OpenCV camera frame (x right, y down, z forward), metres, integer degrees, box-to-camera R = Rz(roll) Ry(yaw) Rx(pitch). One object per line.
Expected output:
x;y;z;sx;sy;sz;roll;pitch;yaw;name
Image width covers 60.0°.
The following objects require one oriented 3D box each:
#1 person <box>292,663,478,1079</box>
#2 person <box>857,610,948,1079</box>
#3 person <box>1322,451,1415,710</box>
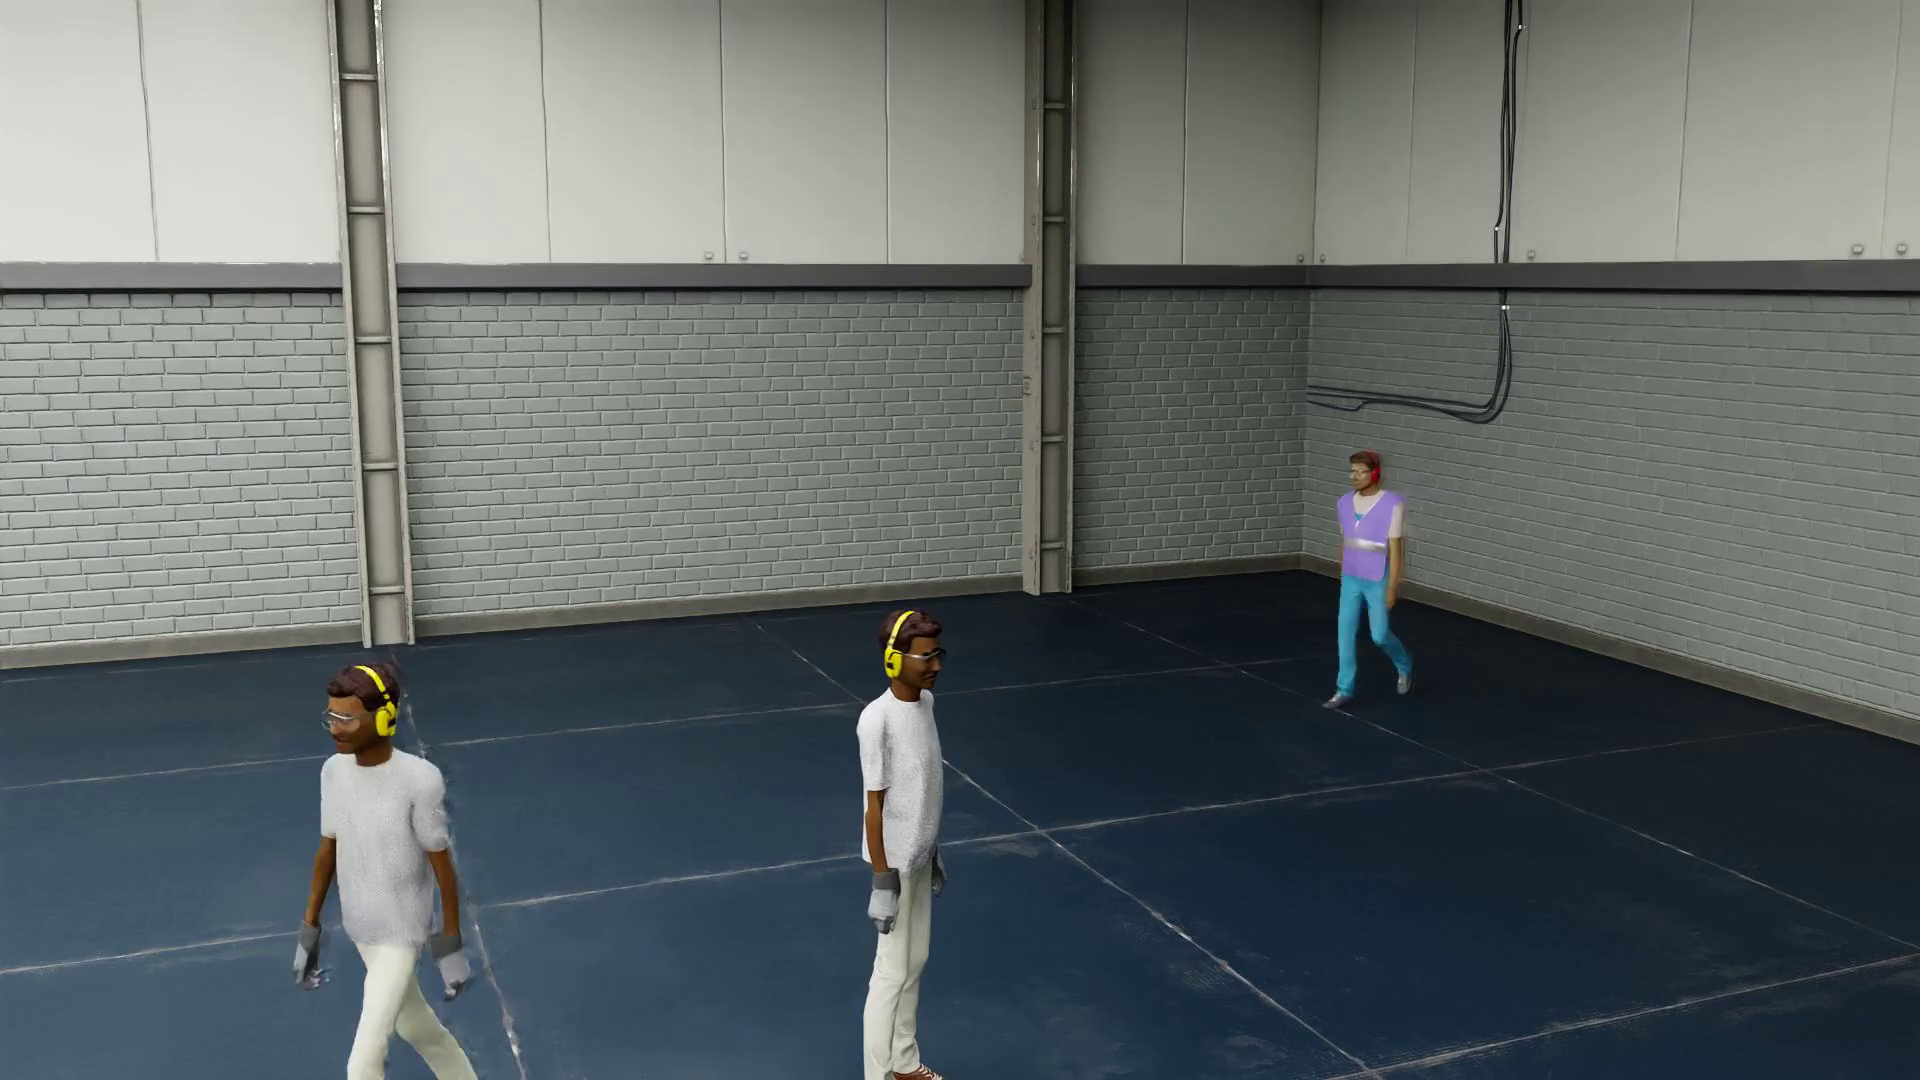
-1.884;1.282;5.383;0.547;1.817;0.998;6;11;31;person
-0.180;1.164;5.950;0.317;1.867;0.531;3;10;20;person
2.907;0.273;11.697;0.754;1.821;0.584;-7;12;-38;person
